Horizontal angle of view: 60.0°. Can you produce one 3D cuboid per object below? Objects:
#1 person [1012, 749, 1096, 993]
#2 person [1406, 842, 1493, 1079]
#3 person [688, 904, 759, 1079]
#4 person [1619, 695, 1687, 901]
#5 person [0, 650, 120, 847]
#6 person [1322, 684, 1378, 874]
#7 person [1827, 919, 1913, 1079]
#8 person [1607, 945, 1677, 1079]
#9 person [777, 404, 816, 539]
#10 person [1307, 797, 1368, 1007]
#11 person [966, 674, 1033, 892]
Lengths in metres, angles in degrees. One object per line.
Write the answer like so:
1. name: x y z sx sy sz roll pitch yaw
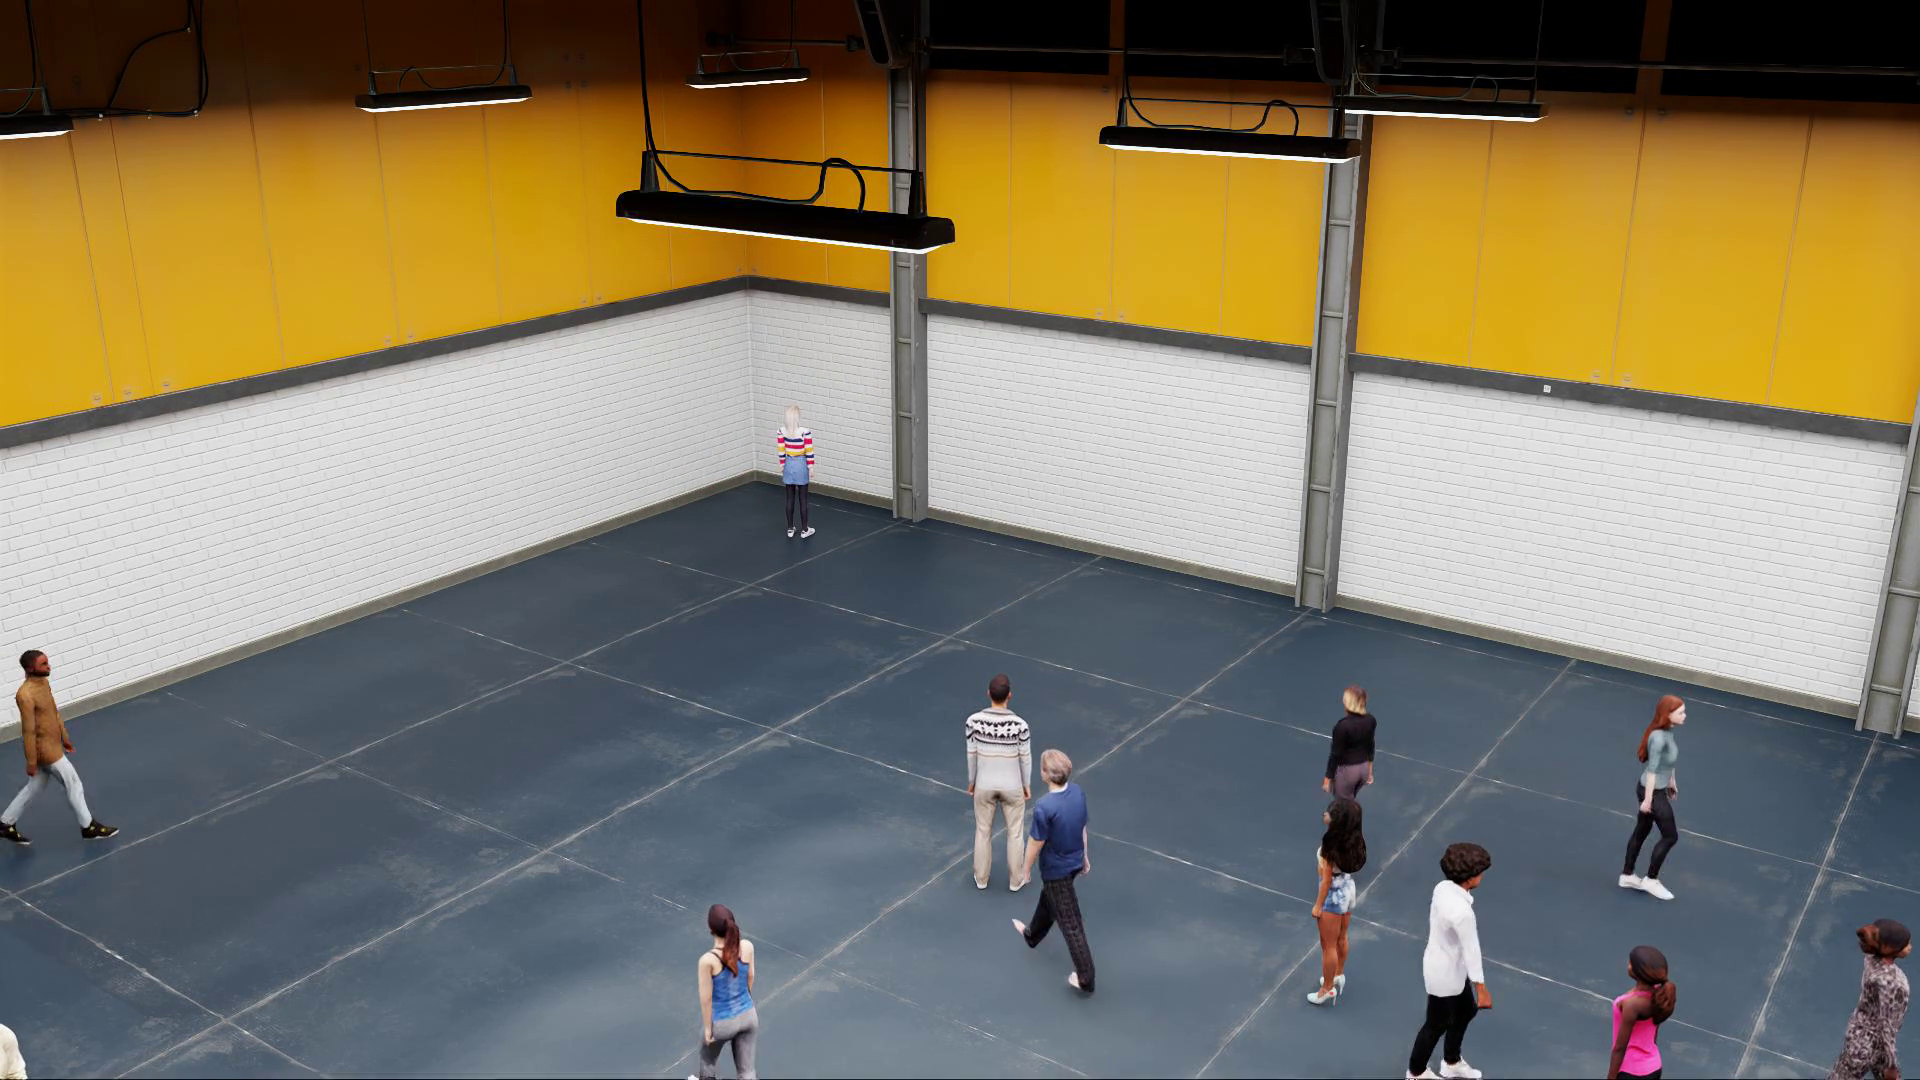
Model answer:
1. person: 0.801 2.433 12.035 0.799 1.824 1.196 -17 25 -41
2. person: 3.122 2.822 10.935 0.879 1.789 0.814 3 19 10
3. person: -1.416 3.076 10.507 0.804 1.582 1.020 -11 21 -29
4. person: 5.494 2.033 13.369 0.688 1.730 0.639 8 20 23
5. person: -7.823 1.787 14.019 1.177 1.782 1.200 -6 20 -18
6. person: 3.258 1.991 13.603 0.681 1.661 0.662 -13 23 -35
7. person: 5.515 3.107 10.279 1.204 1.668 0.760 8 20 21
8. person: 4.048 3.188 9.953 0.632 1.723 0.652 -12 22 -31
9. person: -2.174 -0.927 22.036 0.584 1.809 0.774 5 19 16
10. person: 2.686 2.576 11.918 0.532 1.628 0.544 13 22 33
11. person: 0.314 1.957 13.391 0.680 1.862 0.824 3 19 8
